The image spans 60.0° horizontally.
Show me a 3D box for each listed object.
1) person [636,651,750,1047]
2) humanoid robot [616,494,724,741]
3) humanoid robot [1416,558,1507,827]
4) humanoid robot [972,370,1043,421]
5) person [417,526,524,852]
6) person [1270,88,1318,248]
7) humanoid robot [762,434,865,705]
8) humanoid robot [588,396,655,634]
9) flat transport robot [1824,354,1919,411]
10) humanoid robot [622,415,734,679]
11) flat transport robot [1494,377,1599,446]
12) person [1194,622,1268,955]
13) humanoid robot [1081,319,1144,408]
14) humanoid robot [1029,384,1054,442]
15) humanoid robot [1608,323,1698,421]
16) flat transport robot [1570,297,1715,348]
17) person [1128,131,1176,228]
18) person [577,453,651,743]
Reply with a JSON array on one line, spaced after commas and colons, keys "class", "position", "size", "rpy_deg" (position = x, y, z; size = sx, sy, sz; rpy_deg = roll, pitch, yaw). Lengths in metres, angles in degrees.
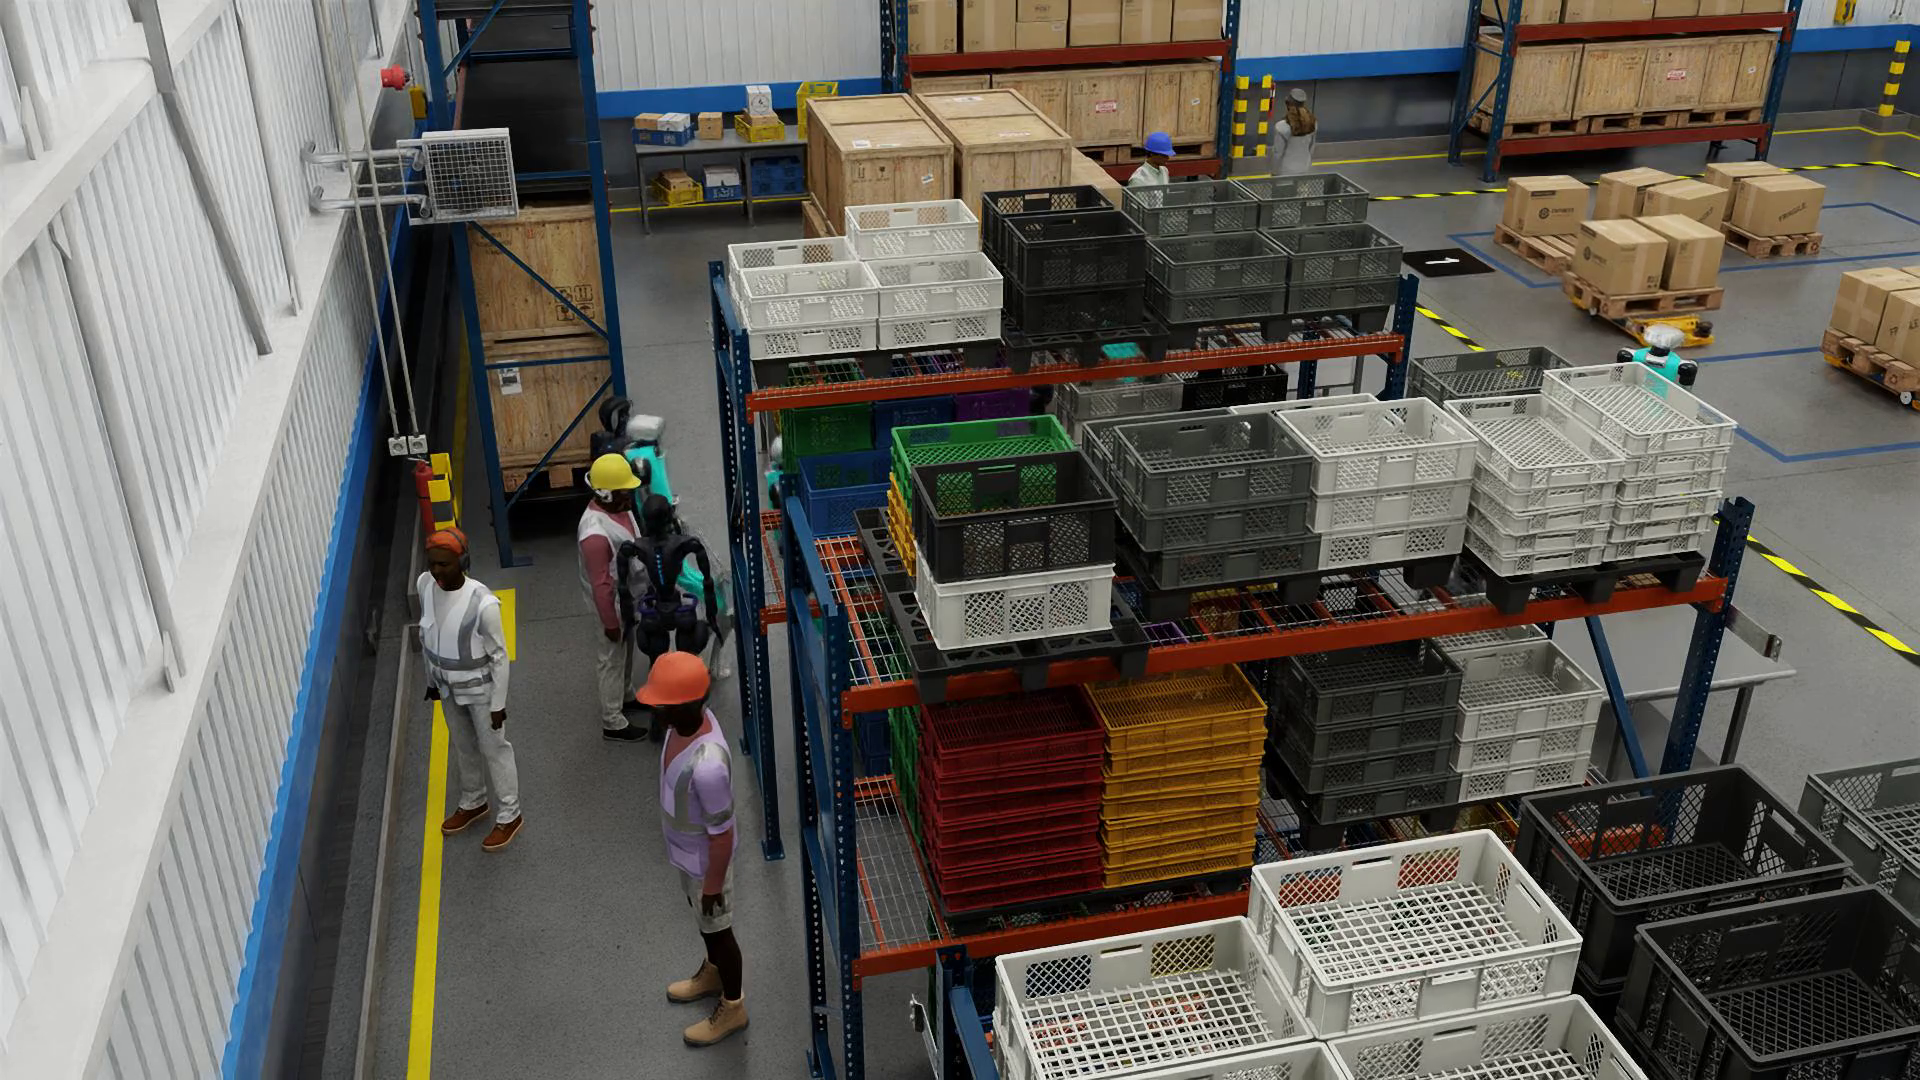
[{"class": "person", "position": [-1.199, 1.389, 7.511], "size": [0.371, 2.042, 0.613], "rpy_deg": [-11, 30, -19]}, {"class": "humanoid robot", "position": [-1.676, 0.475, 9.624], "size": [0.595, 1.648, 0.339], "rpy_deg": [-2, 28, -4]}, {"class": "humanoid robot", "position": [2.707, 0.760, 9.117], "size": [0.609, 1.628, 0.695], "rpy_deg": [12, 30, 22]}, {"class": "humanoid robot", "position": [0.192, -0.390, 11.212], "size": [0.537, 1.787, 0.678], "rpy_deg": [-14, 31, -25]}, {"class": "person", "position": [-2.620, 0.787, 8.822], "size": [0.573, 1.884, 0.356], "rpy_deg": [15, 31, 27]}, {"class": "person", "position": [3.587, -3.985, 17.998], "size": [0.564, 1.766, 0.397], "rpy_deg": [-14, 31, -25]}, {"class": "humanoid robot", "position": [-0.812, 0.218, 10.099], "size": [0.695, 1.829, 0.543], "rpy_deg": [0, 28, 0]}, {"class": "humanoid robot", "position": [-2.168, -0.148, 10.812], "size": [0.608, 1.655, 0.347], "rpy_deg": [15, 31, 26]}, {"class": "flat transport robot", "position": [8.473, -1.467, 14.800], "size": [0.652, 0.197, 1.431], "rpy_deg": [-6, 28, -12]}, {"class": "humanoid robot", "position": [-1.641, 0.064, 10.360], "size": [0.805, 1.776, 0.551], "rpy_deg": [-3, 28, -5]}, {"class": "flat transport robot", "position": [4.780, -1.036, 14.013], "size": [0.659, 0.231, 1.431], "rpy_deg": [-6, 28, -12]}, {"class": "person", "position": [1.303, 1.207, 8.070], "size": [0.429, 1.840, 0.633], "rpy_deg": [22, 35, 36]}, {"class": "humanoid robot", "position": [1.085, -0.875, 12.133], "size": [0.561, 1.733, 1.036], "rpy_deg": [10, 29, 18]}, {"class": "humanoid robot", "position": [0.538, -0.306, 11.117], "size": [0.589, 1.640, 0.390], "rpy_deg": [-3, 28, -6]}, {"class": "humanoid robot", "position": [4.887, -0.785, 11.821], "size": [0.533, 1.673, 0.735], "rpy_deg": [16, 32, 28]}, {"class": "flat transport robot", "position": [6.646, -2.219, 16.226], "size": [0.652, 0.197, 1.431], "rpy_deg": [-6, 28, -12]}, {"class": "person", "position": [1.796, -2.908, 15.777], "size": [0.412, 1.939, 0.602], "rpy_deg": [18, 33, 31]}, {"class": "person", "position": [-2.003, 0.329, 9.761], "size": [0.405, 1.823, 0.588], "rpy_deg": [1, 28, 1]}]
